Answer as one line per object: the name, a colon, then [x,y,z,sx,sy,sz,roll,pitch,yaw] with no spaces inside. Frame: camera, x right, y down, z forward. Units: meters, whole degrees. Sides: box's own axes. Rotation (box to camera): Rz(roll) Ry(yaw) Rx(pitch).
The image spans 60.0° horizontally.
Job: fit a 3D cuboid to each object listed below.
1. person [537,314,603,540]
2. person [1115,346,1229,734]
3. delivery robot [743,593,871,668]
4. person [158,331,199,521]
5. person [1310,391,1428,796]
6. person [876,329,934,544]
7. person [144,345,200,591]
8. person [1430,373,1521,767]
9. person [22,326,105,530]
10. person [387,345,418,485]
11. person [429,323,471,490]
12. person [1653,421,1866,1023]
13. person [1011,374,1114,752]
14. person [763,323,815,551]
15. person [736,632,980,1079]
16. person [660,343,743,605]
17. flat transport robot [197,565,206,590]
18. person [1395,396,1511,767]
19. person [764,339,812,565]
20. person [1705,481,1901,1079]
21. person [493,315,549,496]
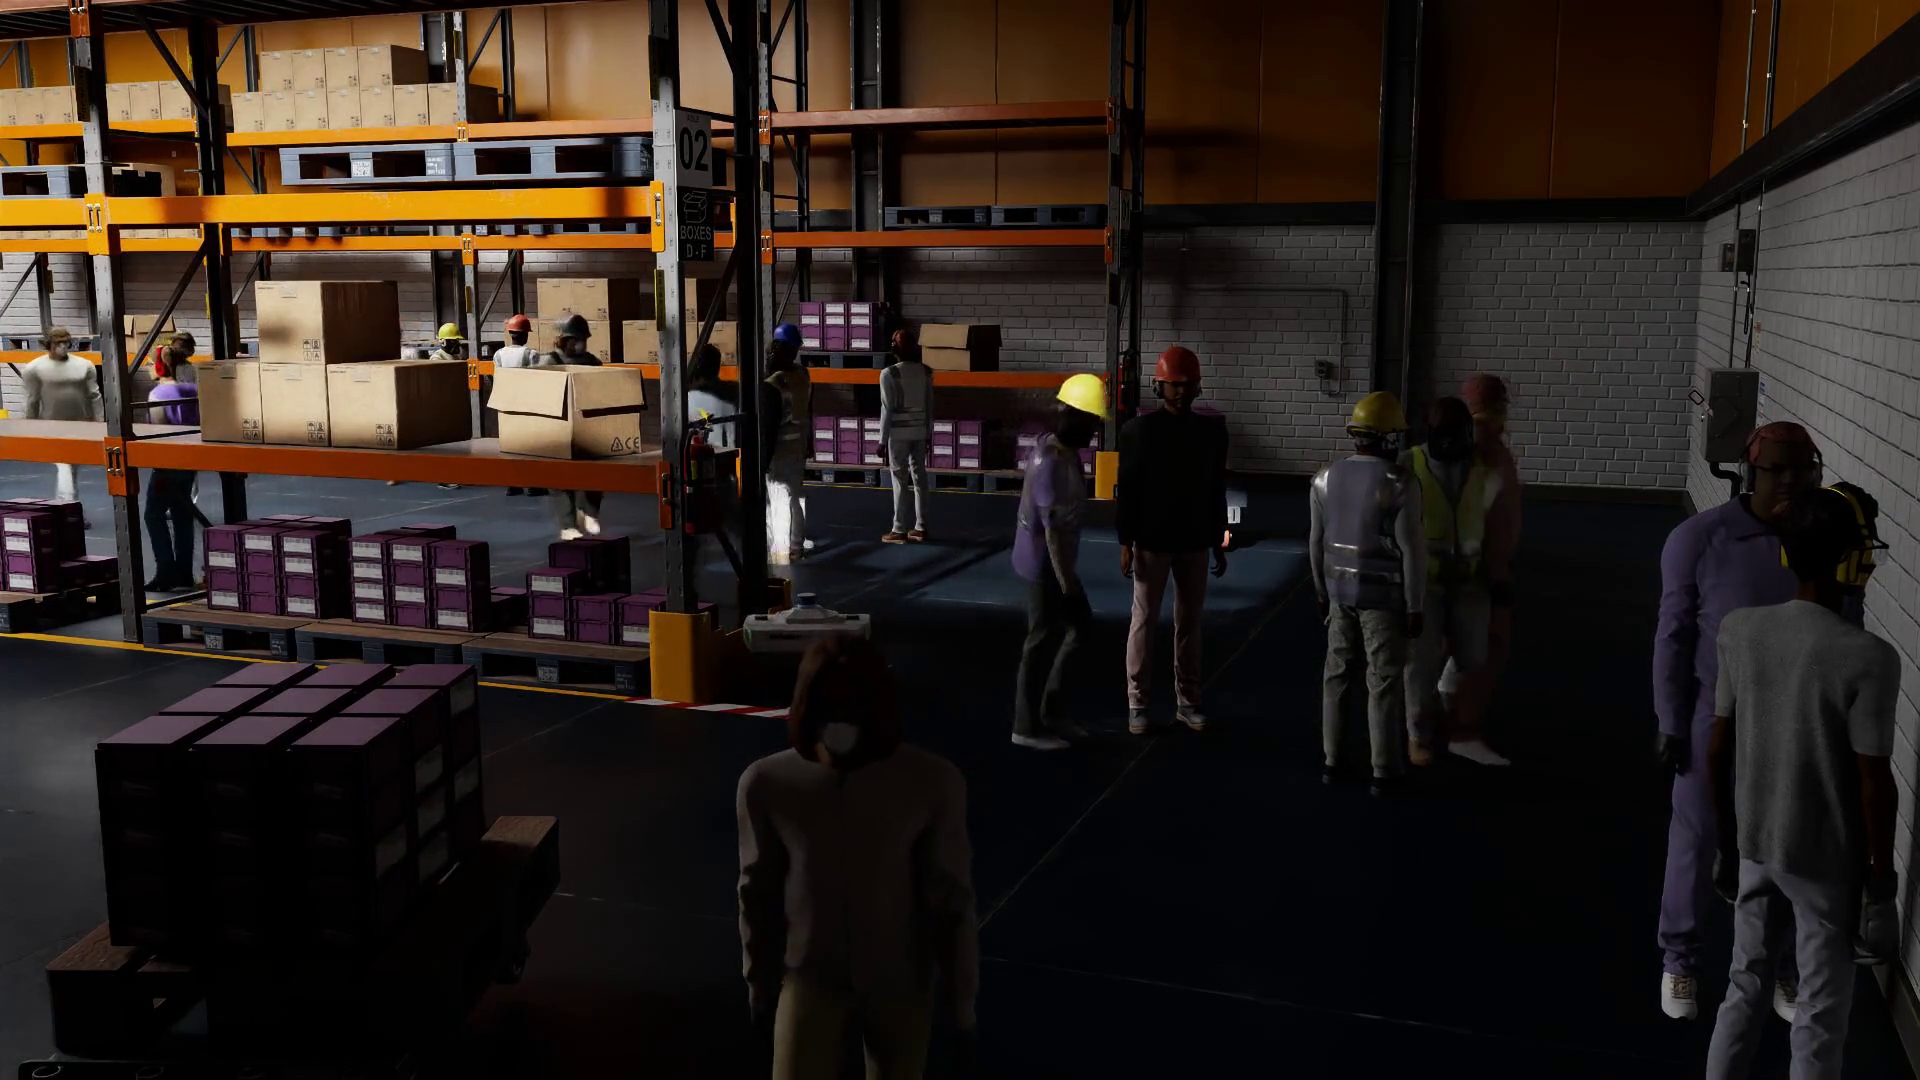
person: [-3.397,-0.998,14.724,0.688,2.000,0.539,-8,12,-41]
person: [1.097,0.003,8.581,0.609,1.995,0.376,-2,9,-13]
delivery robot: [-0.865,0.543,9.406,0.707,0.478,0.477,0,9,0]
person: [-7.417,-1.073,15.860,0.570,1.835,0.390,1,9,5]
person: [1.877,0.241,7.592,0.404,1.835,0.586,-8,12,-40]
person: [-0.480,-0.904,14.626,0.573,1.883,0.354,-7,12,-39]
person: [-5.922,-0.542,12.494,0.465,1.840,0.584,1,9,6]
person: [2.529,0.128,8.162,0.413,1.882,0.748,-1,9,-4]
person: [-8.440,-1.071,15.673,0.999,1.897,0.645,8,12,41]
person: [-6.393,-1.562,18.817,0.589,1.865,0.609,-1,9,-9]
person: [-5.624,-1.479,18.395,0.403,1.832,0.594,1,9,9]
person: [2.513,0.581,5.227,0.639,1.911,0.406,1,9,6]
person: [0.477,0.133,8.103,0.538,1.879,0.620,2,9,12]
person: [-1.490,-0.871,14.214,0.383,1.950,0.605,7,11,38]
person: [-0.218,0.996,3.545,0.518,1.615,0.533,0,9,-2]
person: [-1.741,-0.460,11.851,1.036,1.893,0.646,6,11,35]
flat transport robot: [-4.844,0.275,12.267,1.431,0.197,0.652,4,10,23]
person: [2.323,0.186,8.060,0.638,1.807,0.612,1,9,3]
person: [-1.464,-0.720,13.605,0.429,1.844,0.624,4,10,23]
person: [2.052,0.792,4.036,0.329,1.868,0.508,-4,10,-25]
person: [-4.678,-1.429,17.752,0.551,1.936,0.356,3,9,16]
